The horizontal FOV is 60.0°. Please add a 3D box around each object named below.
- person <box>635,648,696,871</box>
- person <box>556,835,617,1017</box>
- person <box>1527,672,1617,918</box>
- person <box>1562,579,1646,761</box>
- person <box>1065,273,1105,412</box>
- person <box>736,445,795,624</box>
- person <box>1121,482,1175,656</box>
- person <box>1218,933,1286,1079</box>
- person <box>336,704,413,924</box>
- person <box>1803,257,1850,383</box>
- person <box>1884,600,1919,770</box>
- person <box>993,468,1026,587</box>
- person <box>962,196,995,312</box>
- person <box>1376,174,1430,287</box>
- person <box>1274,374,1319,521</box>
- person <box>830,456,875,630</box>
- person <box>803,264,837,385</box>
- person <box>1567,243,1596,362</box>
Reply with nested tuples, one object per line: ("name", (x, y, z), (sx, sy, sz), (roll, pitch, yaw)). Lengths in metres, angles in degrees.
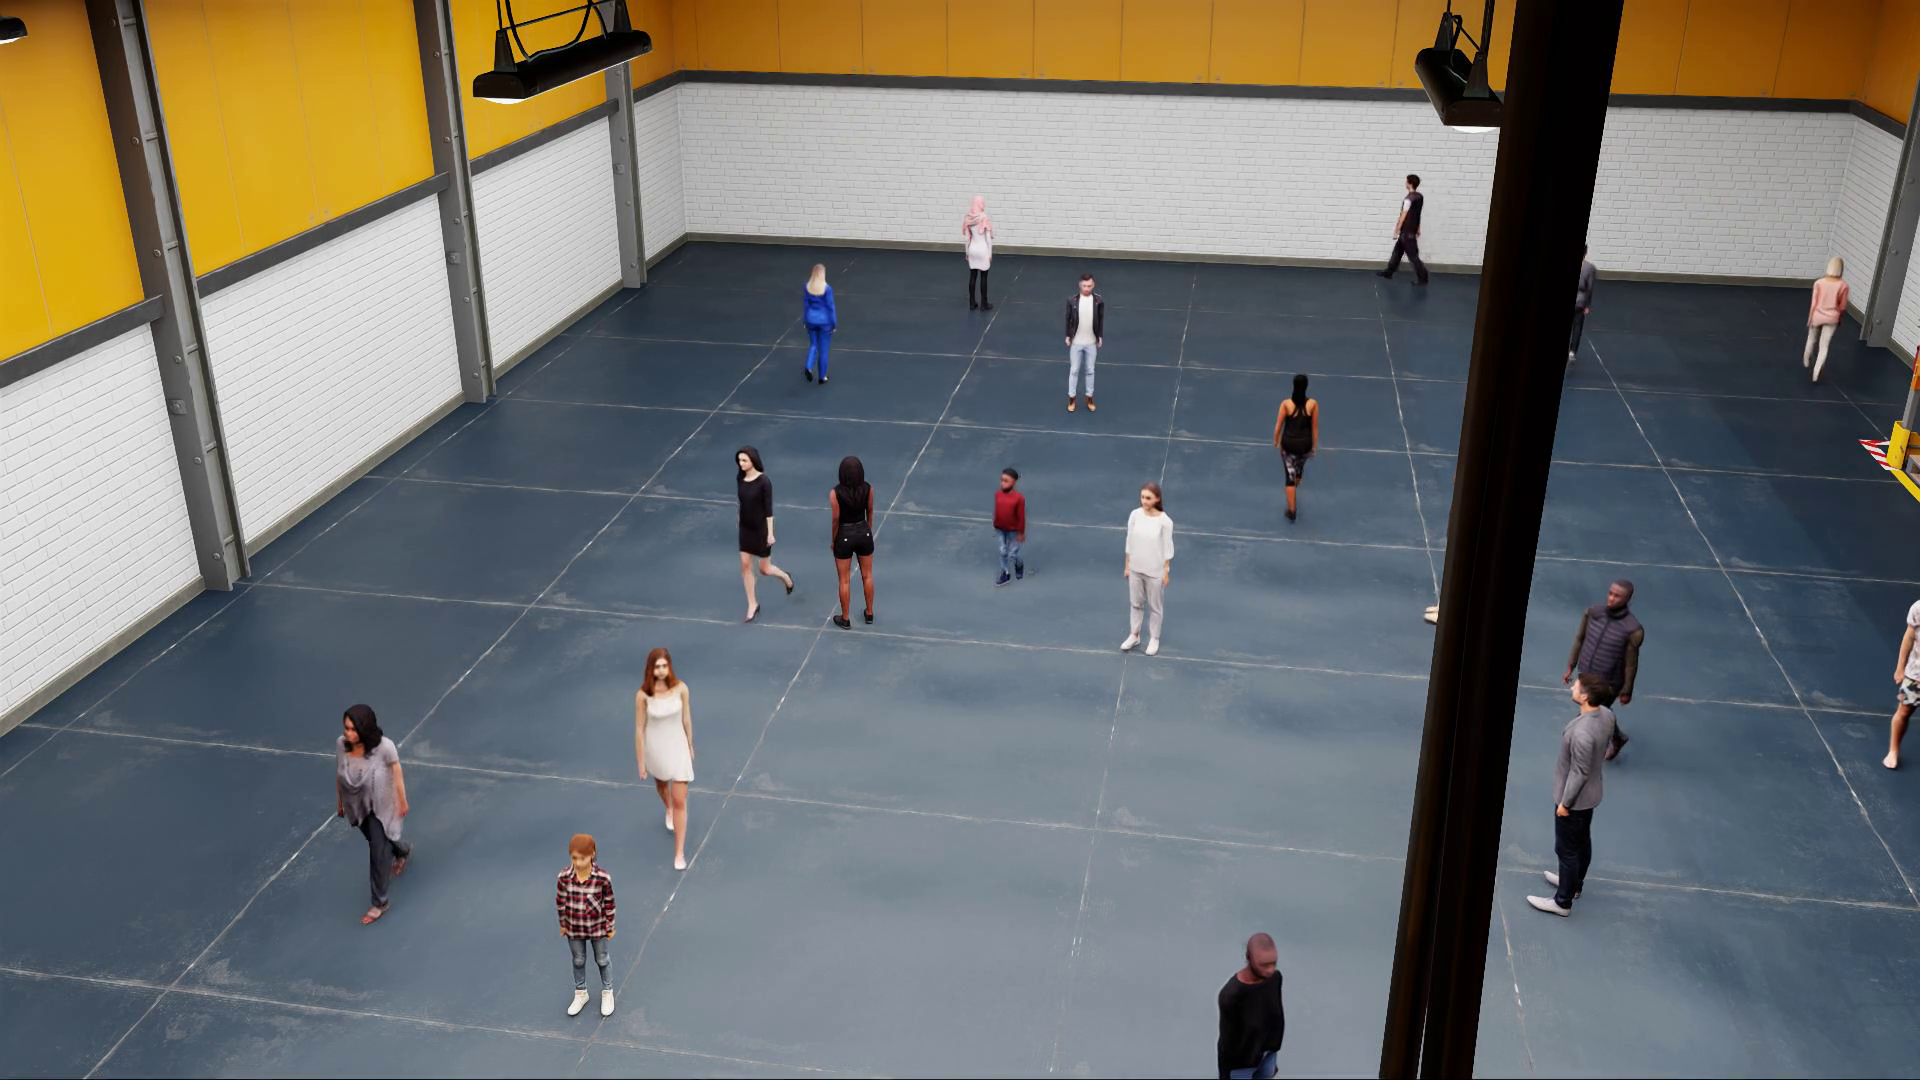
("person", (-2.220, 1.555, 12.505), (0.856, 1.656, 1.218), (-4, 24, -10))
("person", (-2.422, 2.485, 10.815), (0.556, 1.306, 0.561), (1, 24, 2))
("person", (4.358, 1.778, 11.724), (0.838, 1.873, 0.722), (19, 30, 36))
("person", (5.181, 1.121, 13.310), (1.187, 1.806, 1.190), (-12, 26, -25))
("person", (1.620, -2.615, 21.820), (0.705, 1.835, 0.633), (-1, 24, -3))
("person", (-1.909, -0.069, 16.059), (0.833, 1.784, 0.989), (16, 28, 33))
("person", (1.746, 0.251, 15.448), (0.661, 1.688, 0.624), (12, 26, 25))
("person", (1.597, 2.908, 9.295), (0.679, 1.747, 0.741), (-16, 28, -33))
("person", (-4.171, 1.849, 11.935), (0.688, 1.574, 1.066), (6, 24, 14))
("person", (11.926, -3.009, 22.920), (0.819, 1.676, 1.156), (10, 26, 22))
("person", (7.902, 1.031, 13.511), (0.714, 1.811, 0.639), (9, 25, 20))
("person", (0.521, -0.151, 16.913), (0.596, 1.250, 0.658), (13, 27, 27))
("person", (0.296, -4.524, 26.226), (0.703, 1.804, 0.694), (12, 26, 25))
("person", (7.503, -5.070, 27.484), (1.104, 1.798, 1.252), (17, 29, 34))
("person", (3.728, -1.010, 18.419), (0.710, 1.619, 1.104), (1, 24, 2))
("person", (-1.027, 0.009, 15.935), (0.670, 1.741, 0.700), (-11, 26, -24))
("person", (-1.962, -2.910, 22.674), (0.743, 1.692, 0.808), (11, 26, 23))
("person", (8.696, -3.336, 23.573), (0.659, 1.753, 0.692), (7, 25, 16))
